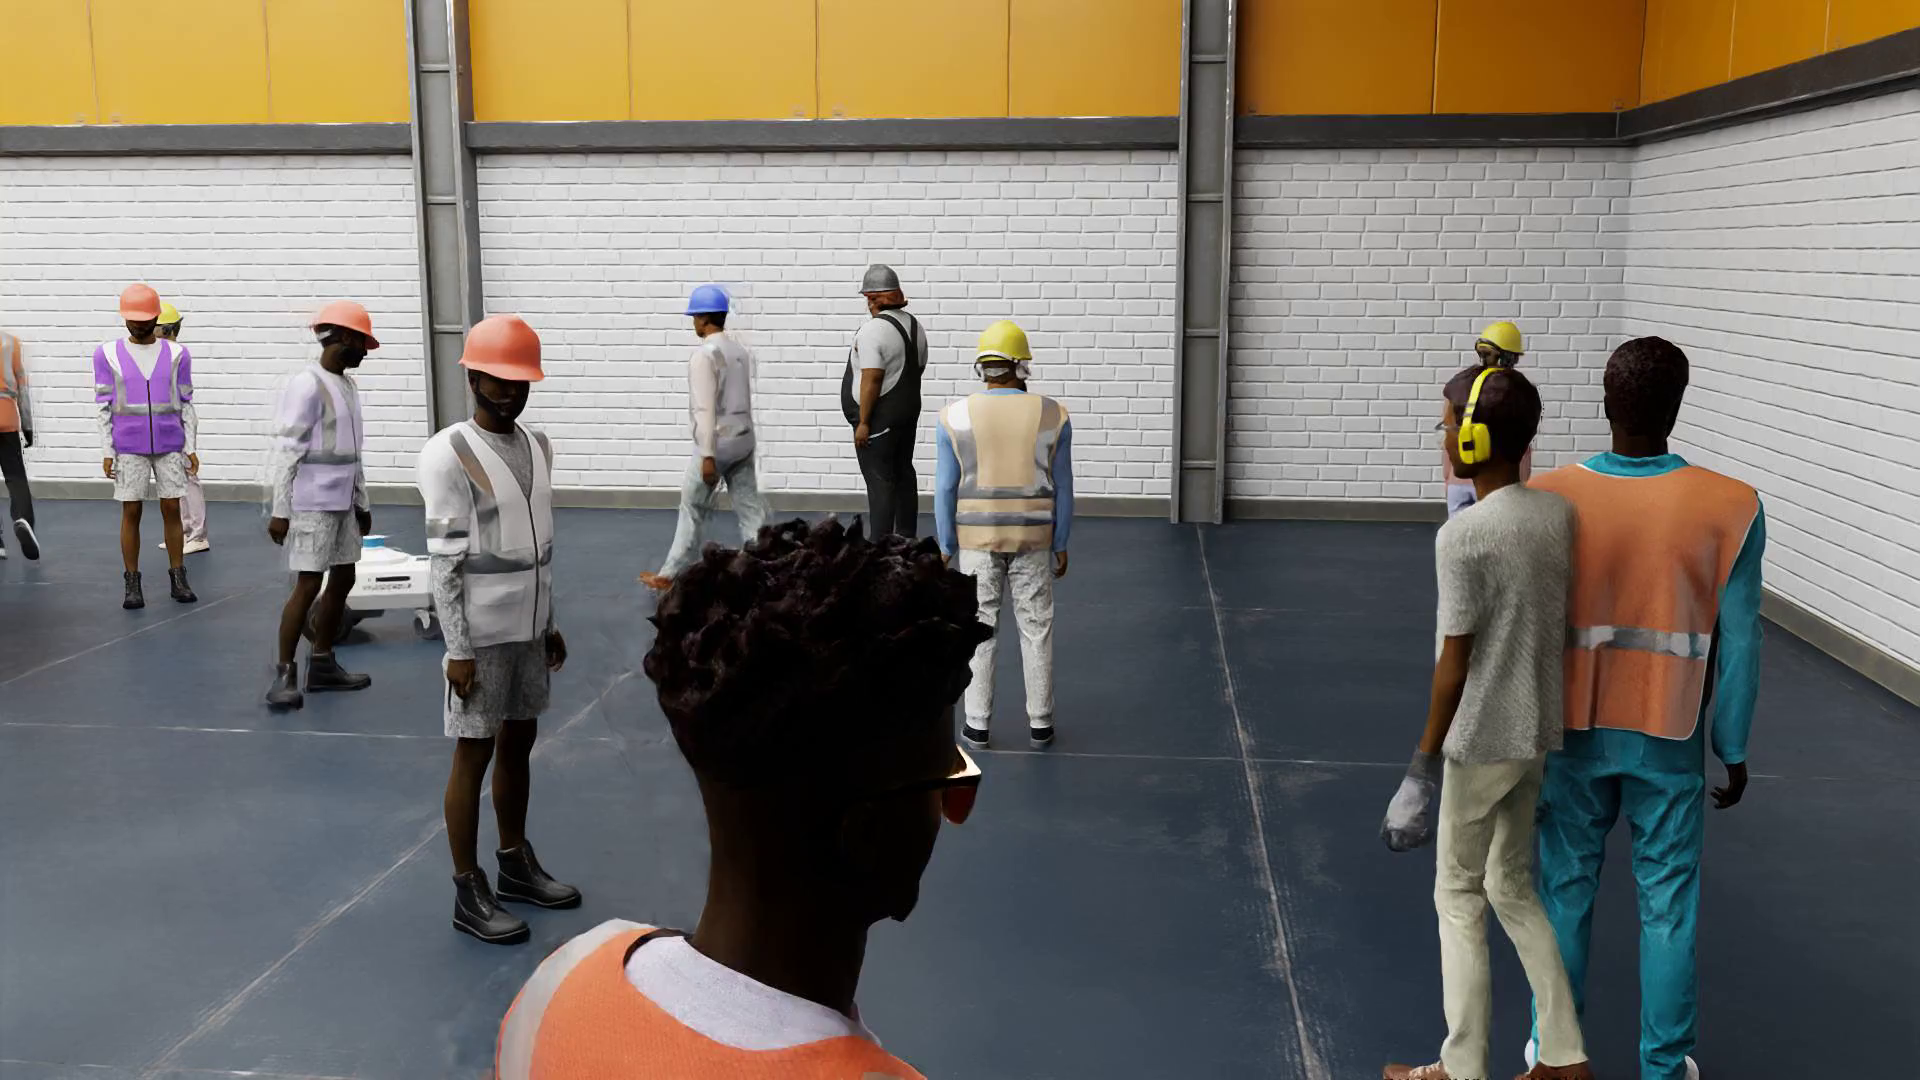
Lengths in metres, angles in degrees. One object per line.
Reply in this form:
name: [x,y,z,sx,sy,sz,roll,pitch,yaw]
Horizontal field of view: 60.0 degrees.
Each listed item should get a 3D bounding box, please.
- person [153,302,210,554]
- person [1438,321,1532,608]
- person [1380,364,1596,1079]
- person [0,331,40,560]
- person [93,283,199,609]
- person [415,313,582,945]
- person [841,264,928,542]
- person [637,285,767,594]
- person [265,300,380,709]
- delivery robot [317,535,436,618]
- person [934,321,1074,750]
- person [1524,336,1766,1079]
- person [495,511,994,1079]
person: [-5.519,-0.780,11.661,0.319,1.767,0.534,-7,12,-35]
person: [2.797,-0.278,8.833,0.339,1.756,0.532,-7,12,-36]
person: [1.279,0.519,4.031,0.561,1.871,0.387,-8,12,-37]
person: [-6.548,-0.755,11.208,0.632,1.883,0.788,-9,13,-41]
person: [-4.836,-0.558,9.932,0.542,1.928,0.374,-7,12,-33]
person: [-1.414,0.267,5.192,0.376,1.933,0.545,4,11,23]
person: [-0.545,-0.846,11.256,0.538,2.000,0.689,6,11,29]
person: [-1.523,-0.563,9.998,0.970,1.904,0.636,4,11,23]
person: [-3.007,-0.172,7.841,0.441,1.889,0.713,1,10,8]
delivery robot: [-3.211,0.217,9.140,0.707,0.478,0.477,-1,10,-9]
person: [0.186,-0.012,7.086,0.591,1.829,0.404,0,10,-2]
person: [1.633,0.466,4.095,0.587,1.920,0.390,4,11,23]
person: [-0.184,0.945,1.291,0.581,1.949,0.604,-8,13,-37]
